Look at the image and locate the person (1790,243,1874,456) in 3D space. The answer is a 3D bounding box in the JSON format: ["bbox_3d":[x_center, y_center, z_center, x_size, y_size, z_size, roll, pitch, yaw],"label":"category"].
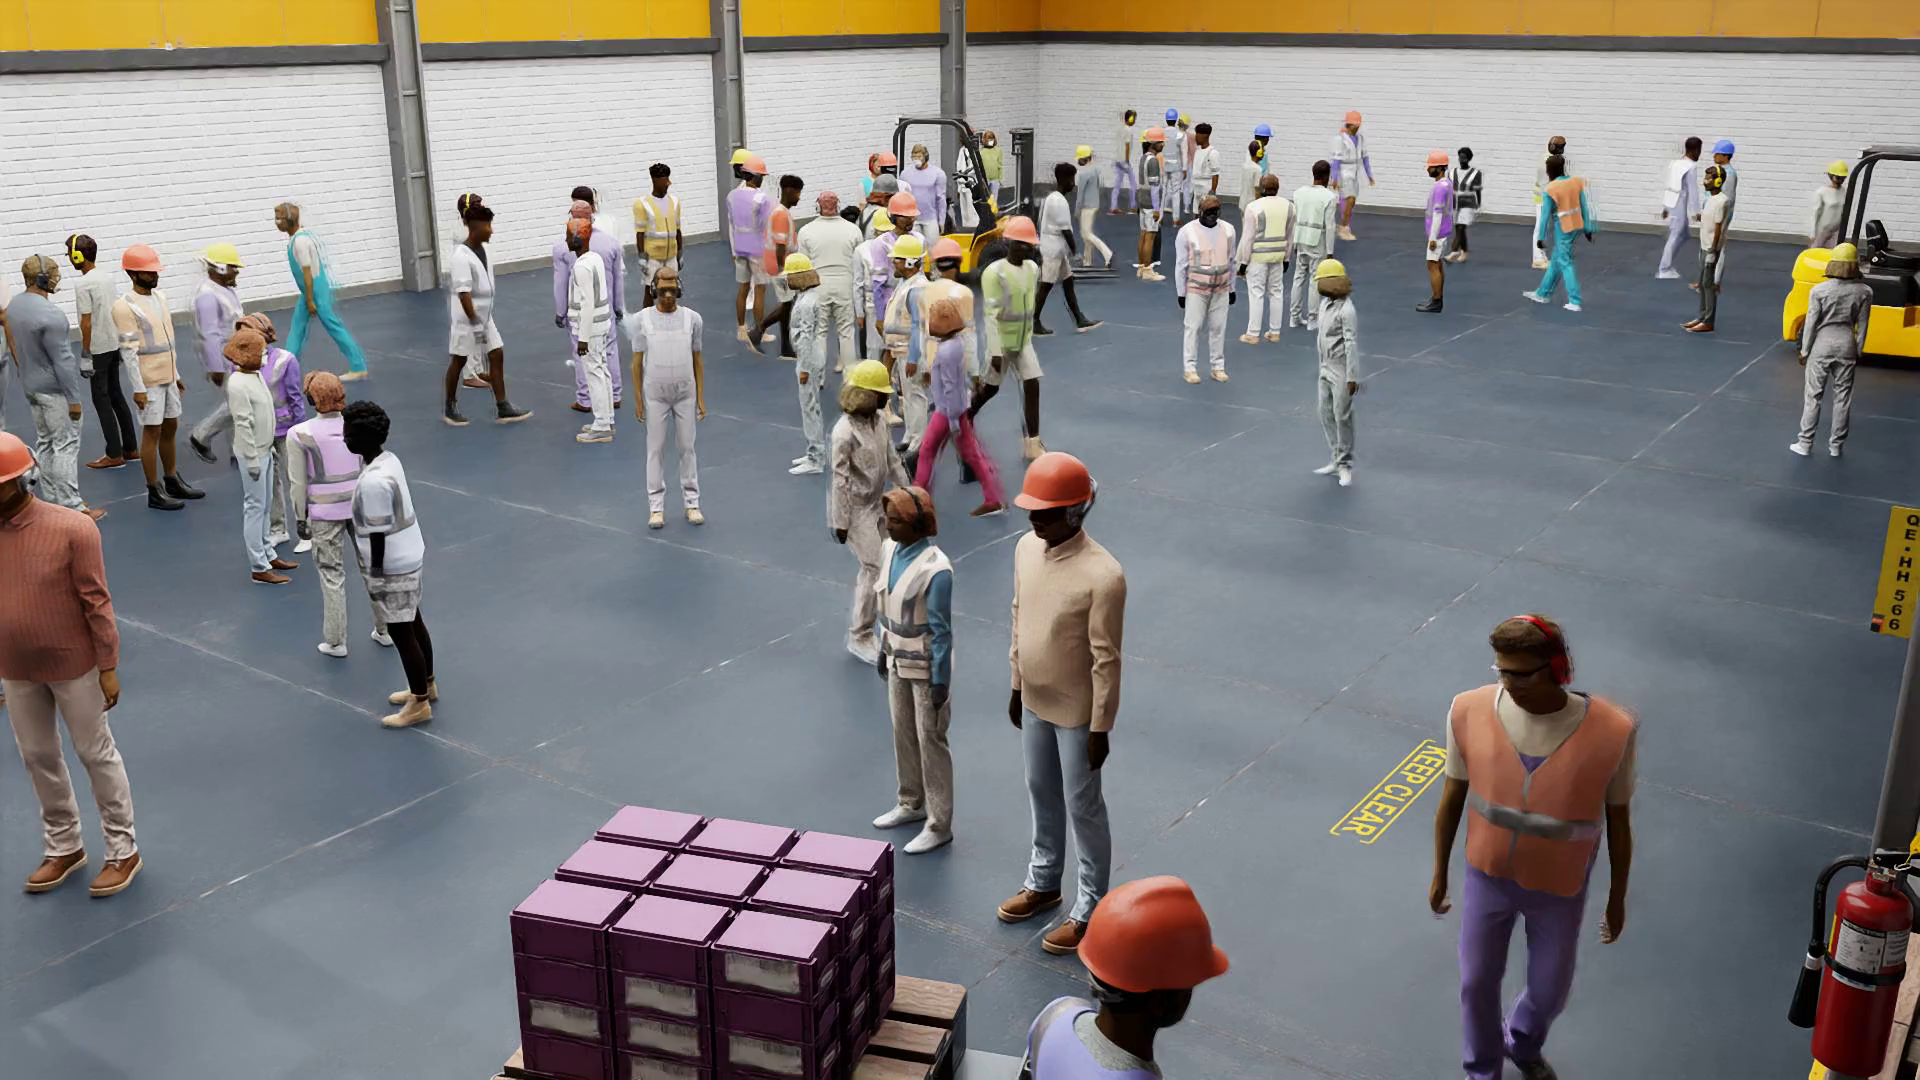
[{"bbox_3d":[7.117,-1.549,13.584,0.484,1.743,0.300,3,18,10],"label":"person"}]

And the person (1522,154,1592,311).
[{"bbox_3d":[7.314,-3.767,20.338,0.680,1.852,0.926,-11,21,-31],"label":"person"}]

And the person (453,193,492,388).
[{"bbox_3d":[-4.705,-2.406,16.082,0.320,1.860,0.519,0,18,0],"label":"person"}]

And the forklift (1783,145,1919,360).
[{"bbox_3d":[9.803,-2.879,17.013,2.313,2.155,1.214,12,21,33],"label":"forklift"}]

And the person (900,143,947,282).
[{"bbox_3d":[-0.476,-4.051,21.116,0.636,1.929,0.374,6,19,18],"label":"person"}]

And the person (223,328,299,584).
[{"bbox_3d":[-4.469,-0.540,10.602,0.279,1.633,0.497,-3,18,-9],"label":"person"}]

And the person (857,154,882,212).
[{"bbox_3d":[-1.057,-3.863,20.654,0.373,1.843,0.571,13,22,35],"label":"person"}]

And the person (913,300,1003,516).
[{"bbox_3d":[-0.089,-0.922,11.881,0.870,1.589,0.502,3,18,11],"label":"person"}]

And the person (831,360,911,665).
[{"bbox_3d":[-0.461,-0.154,9.240,0.443,1.719,0.505,7,19,21],"label":"person"}]

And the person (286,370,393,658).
[{"bbox_3d":[-3.490,-0.144,9.377,0.513,1.630,0.318,-14,23,-37],"label":"person"}]

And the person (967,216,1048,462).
[{"bbox_3d":[0.349,-1.633,13.459,0.615,1.995,1.045,-16,24,-40],"label":"person"}]

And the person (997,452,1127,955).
[{"bbox_3d":[0.381,0.622,6.408,0.399,1.987,0.616,-12,21,-32],"label":"person"}]

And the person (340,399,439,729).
[{"bbox_3d":[-2.900,0.114,8.473,0.330,1.689,0.539,-4,18,-12],"label":"person"}]

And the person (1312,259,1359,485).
[{"bbox_3d":[2.893,-1.291,12.821,0.375,1.727,0.568,-4,18,-13],"label":"person"}]

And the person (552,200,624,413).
[{"bbox_3d":[-3.372,-2.116,15.096,0.651,1.904,0.402,-10,20,-29],"label":"person"}]

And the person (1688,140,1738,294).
[{"bbox_3d":[9.737,-4.154,21.398,0.391,1.948,0.605,2,18,7],"label":"person"}]

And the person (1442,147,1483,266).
[{"bbox_3d":[7.128,-4.761,23.759,0.884,1.646,0.550,-16,24,-41],"label":"person"}]

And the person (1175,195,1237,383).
[{"bbox_3d":[2.403,-2.445,16.256,0.635,1.830,0.429,-5,18,-15],"label":"person"}]

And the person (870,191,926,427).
[{"bbox_3d":[-0.492,-2.022,14.576,0.389,2.041,0.614,16,24,41],"label":"person"}]

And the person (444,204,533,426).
[{"bbox_3d":[-4.228,-1.953,14.557,0.786,1.926,0.635,5,18,14],"label":"person"}]

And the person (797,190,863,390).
[{"bbox_3d":[-1.247,-2.396,15.989,0.649,1.900,0.397,-4,18,-13],"label":"person"}]

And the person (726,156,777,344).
[{"bbox_3d":[-2.242,-3.149,18.131,0.612,2.030,0.403,12,21,33],"label":"person"}]

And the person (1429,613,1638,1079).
[{"bbox_3d":[1.835,1.056,5.333,0.598,1.810,0.549,10,20,28],"label":"person"}]

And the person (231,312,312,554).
[{"bbox_3d":[-4.616,-0.722,11.179,0.524,1.631,0.319,4,18,12],"label":"person"}]

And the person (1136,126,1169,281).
[{"bbox_3d":[2.588,-4.515,22.374,0.377,2.044,0.608,-3,18,-8],"label":"person"}]

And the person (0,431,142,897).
[{"bbox_3d":[-3.735,0.508,6.773,0.632,1.980,0.410,1,18,3],"label":"person"}]

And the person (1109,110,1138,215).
[{"bbox_3d":[3.007,-6.712,29.604,0.796,1.821,0.580,-7,19,-22],"label":"person"}]

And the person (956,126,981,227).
[{"bbox_3d":[0.120,-5.232,24.873,0.340,1.883,0.586,-9,20,-25],"label":"person"}]

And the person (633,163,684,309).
[{"bbox_3d":[-3.272,-3.132,18.191,0.606,1.958,0.378,-16,24,-41],"label":"person"}]

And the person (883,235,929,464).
[{"bbox_3d":[-0.413,-1.534,13.390,0.404,1.833,0.587,-3,18,-9],"label":"person"}]

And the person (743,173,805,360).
[{"bbox_3d":[-1.886,-2.803,17.206,0.614,1.930,0.687,0,18,-1],"label":"person"}]

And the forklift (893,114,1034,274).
[{"bbox_3d":[-0.171,-4.594,22.377,2.313,2.155,1.214,1,18,3],"label":"forklift"}]

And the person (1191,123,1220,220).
[{"bbox_3d":[3.560,-5.100,24.332,0.362,1.962,0.614,-6,19,-19],"label":"person"}]

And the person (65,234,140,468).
[{"bbox_3d":[-6.856,-1.497,13.248,0.350,1.856,0.526,0,18,0],"label":"person"}]
